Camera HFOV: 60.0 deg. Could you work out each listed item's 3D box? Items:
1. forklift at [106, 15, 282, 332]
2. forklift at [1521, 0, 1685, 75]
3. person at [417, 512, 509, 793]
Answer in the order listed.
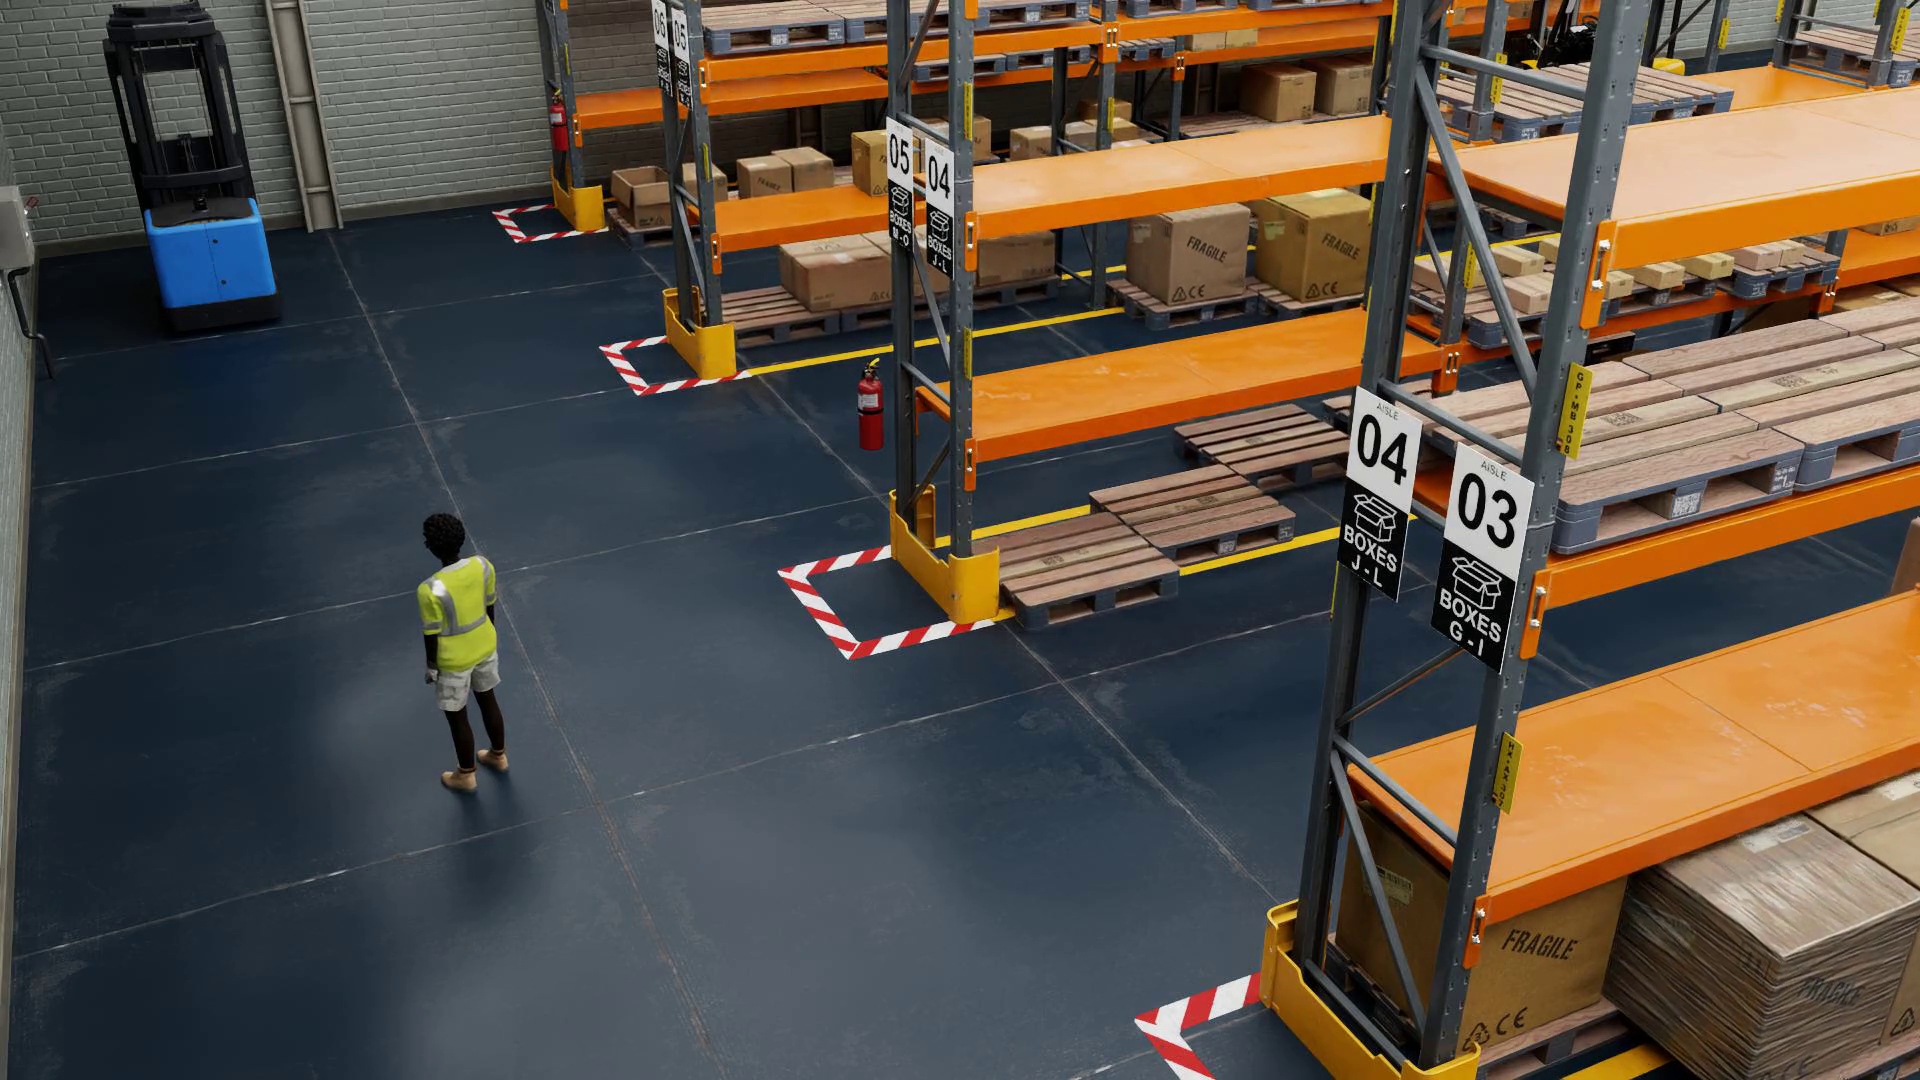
[{"bbox_3d":[-7.548,-3.672,16.323,1.129,2.768,1.873,-12,30,-22],"label":"forklift"},{"bbox_3d":[8.950,-6.807,23.056,1.214,2.155,2.313,-12,30,-22],"label":"forklift"},{"bbox_3d":[-2.790,0.630,9.357,0.326,1.685,0.538,14,31,25],"label":"person"}]
